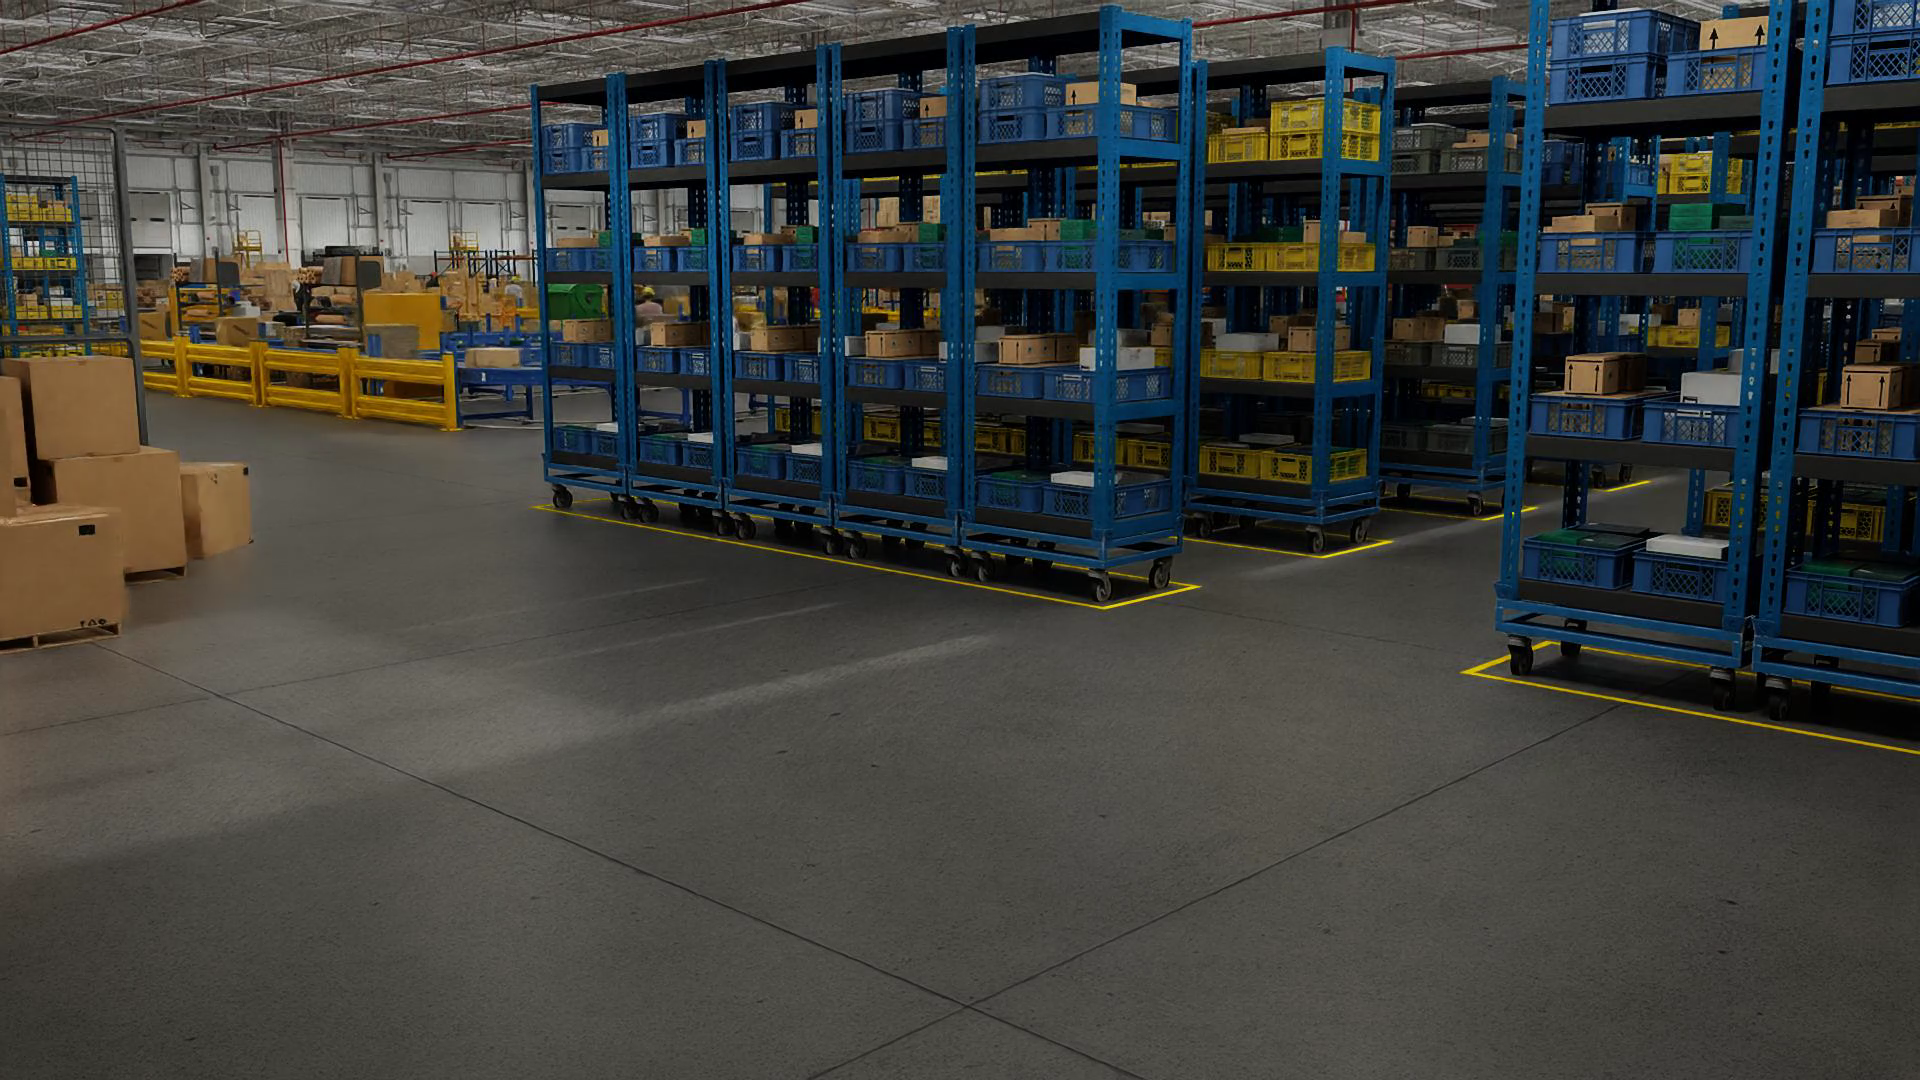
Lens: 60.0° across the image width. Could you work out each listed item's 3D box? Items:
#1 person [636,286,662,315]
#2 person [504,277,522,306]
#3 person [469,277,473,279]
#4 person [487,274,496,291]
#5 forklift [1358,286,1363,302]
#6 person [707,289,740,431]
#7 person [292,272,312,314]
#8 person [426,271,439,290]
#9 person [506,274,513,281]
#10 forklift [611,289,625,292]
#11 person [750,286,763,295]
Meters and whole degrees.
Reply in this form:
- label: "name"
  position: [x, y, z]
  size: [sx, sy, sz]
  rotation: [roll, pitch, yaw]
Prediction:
- label: "person"
  position: [-5.800, -3.864, 31.068]
  size: [0.547, 1.753, 0.423]
  rotation: [2, 9, 12]
- label: "person"
  position: [-15.765, -8.385, 58.675]
  size: [0.624, 1.795, 0.475]
  rotation: [-3, 10, -17]
- label: "person"
  position: [-19.493, -9.583, 66.164]
  size: [0.418, 1.754, 0.526]
  rotation: [-7, 11, -35]
- label: "person"
  position: [-24.165, -12.830, 85.918]
  size: [0.434, 1.803, 0.691]
  rotation: [0, 9, 0]
- label: "forklift"
  position: [11.100, -7.017, 46.970]
  size: [1.873, 2.768, 1.129]
  rotation: [9, 13, 43]
- label: "person"
  position: [-2.620, -1.901, 18.578]
  size: [0.402, 1.911, 0.639]
  rotation: [-6, 11, -34]
- label: "person"
  position: [-24.571, -9.070, 62.122]
  size: [0.684, 2.000, 0.538]
  rotation: [-4, 10, -25]
- label: "person"
  position: [-18.743, -8.582, 59.298]
  size: [0.611, 1.986, 0.393]
  rotation: [5, 11, 29]
- label: "person"
  position: [-22.084, -12.205, 82.003]
  size: [0.759, 1.822, 0.541]
  rotation: [8, 12, 41]
- label: "forklift"
  position: [-17.468, -13.333, 85.690]
  size: [1.873, 2.768, 1.129]
  rotation: [0, 9, -1]
- label: "person"
  position: [-9.375, -11.392, 76.606]
  size: [0.671, 1.953, 0.444]
  rotation: [-6, 11, -32]
